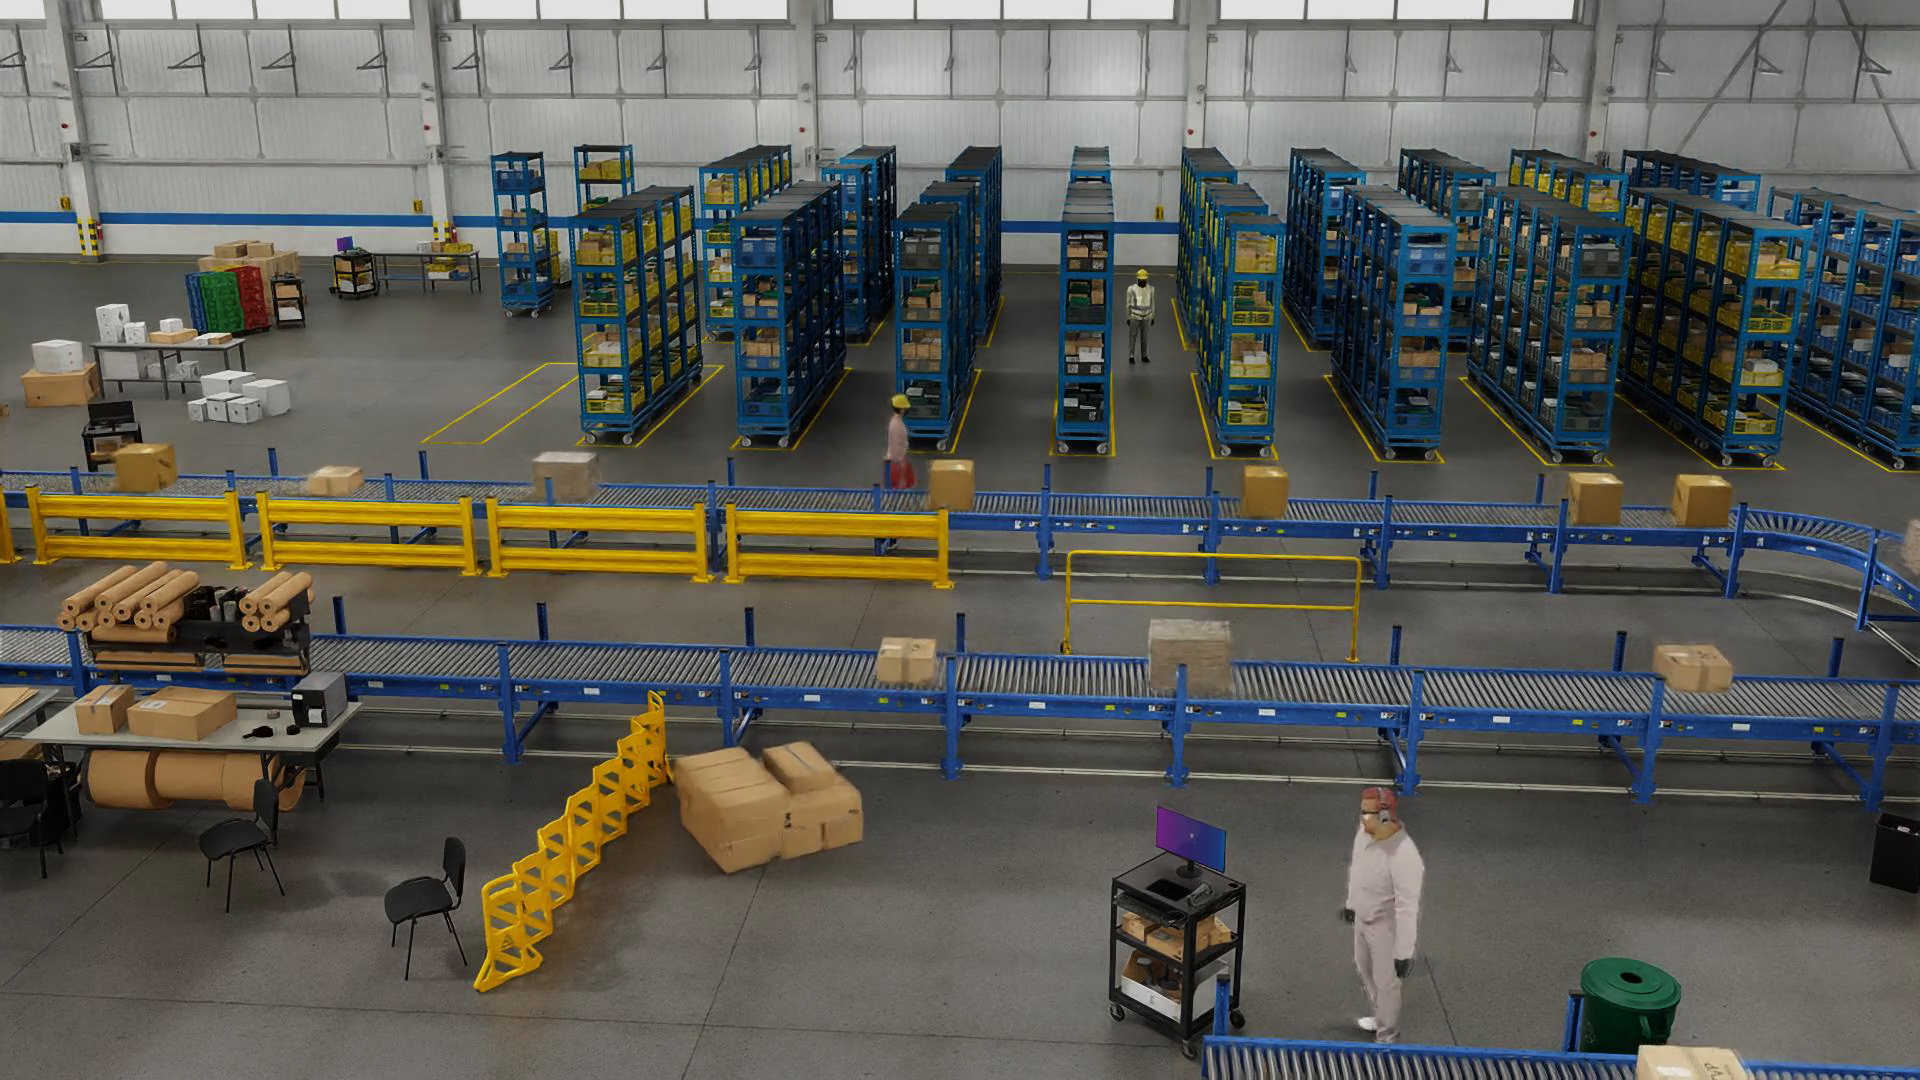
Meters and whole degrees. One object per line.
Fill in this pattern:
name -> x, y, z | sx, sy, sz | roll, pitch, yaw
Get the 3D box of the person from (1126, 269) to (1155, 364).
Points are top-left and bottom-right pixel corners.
person -> 3.515, -4.356, 32.381 | 0.590, 1.833, 0.404 | -4, 18, -14

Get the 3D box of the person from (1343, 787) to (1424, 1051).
person -> 2.712, 2.463, 10.657 | 0.461, 1.894, 0.741 | -4, 18, -11

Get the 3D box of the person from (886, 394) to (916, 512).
person -> -0.781, -1.070, 22.105 | 0.550, 1.750, 0.536 | 2, 18, 7
